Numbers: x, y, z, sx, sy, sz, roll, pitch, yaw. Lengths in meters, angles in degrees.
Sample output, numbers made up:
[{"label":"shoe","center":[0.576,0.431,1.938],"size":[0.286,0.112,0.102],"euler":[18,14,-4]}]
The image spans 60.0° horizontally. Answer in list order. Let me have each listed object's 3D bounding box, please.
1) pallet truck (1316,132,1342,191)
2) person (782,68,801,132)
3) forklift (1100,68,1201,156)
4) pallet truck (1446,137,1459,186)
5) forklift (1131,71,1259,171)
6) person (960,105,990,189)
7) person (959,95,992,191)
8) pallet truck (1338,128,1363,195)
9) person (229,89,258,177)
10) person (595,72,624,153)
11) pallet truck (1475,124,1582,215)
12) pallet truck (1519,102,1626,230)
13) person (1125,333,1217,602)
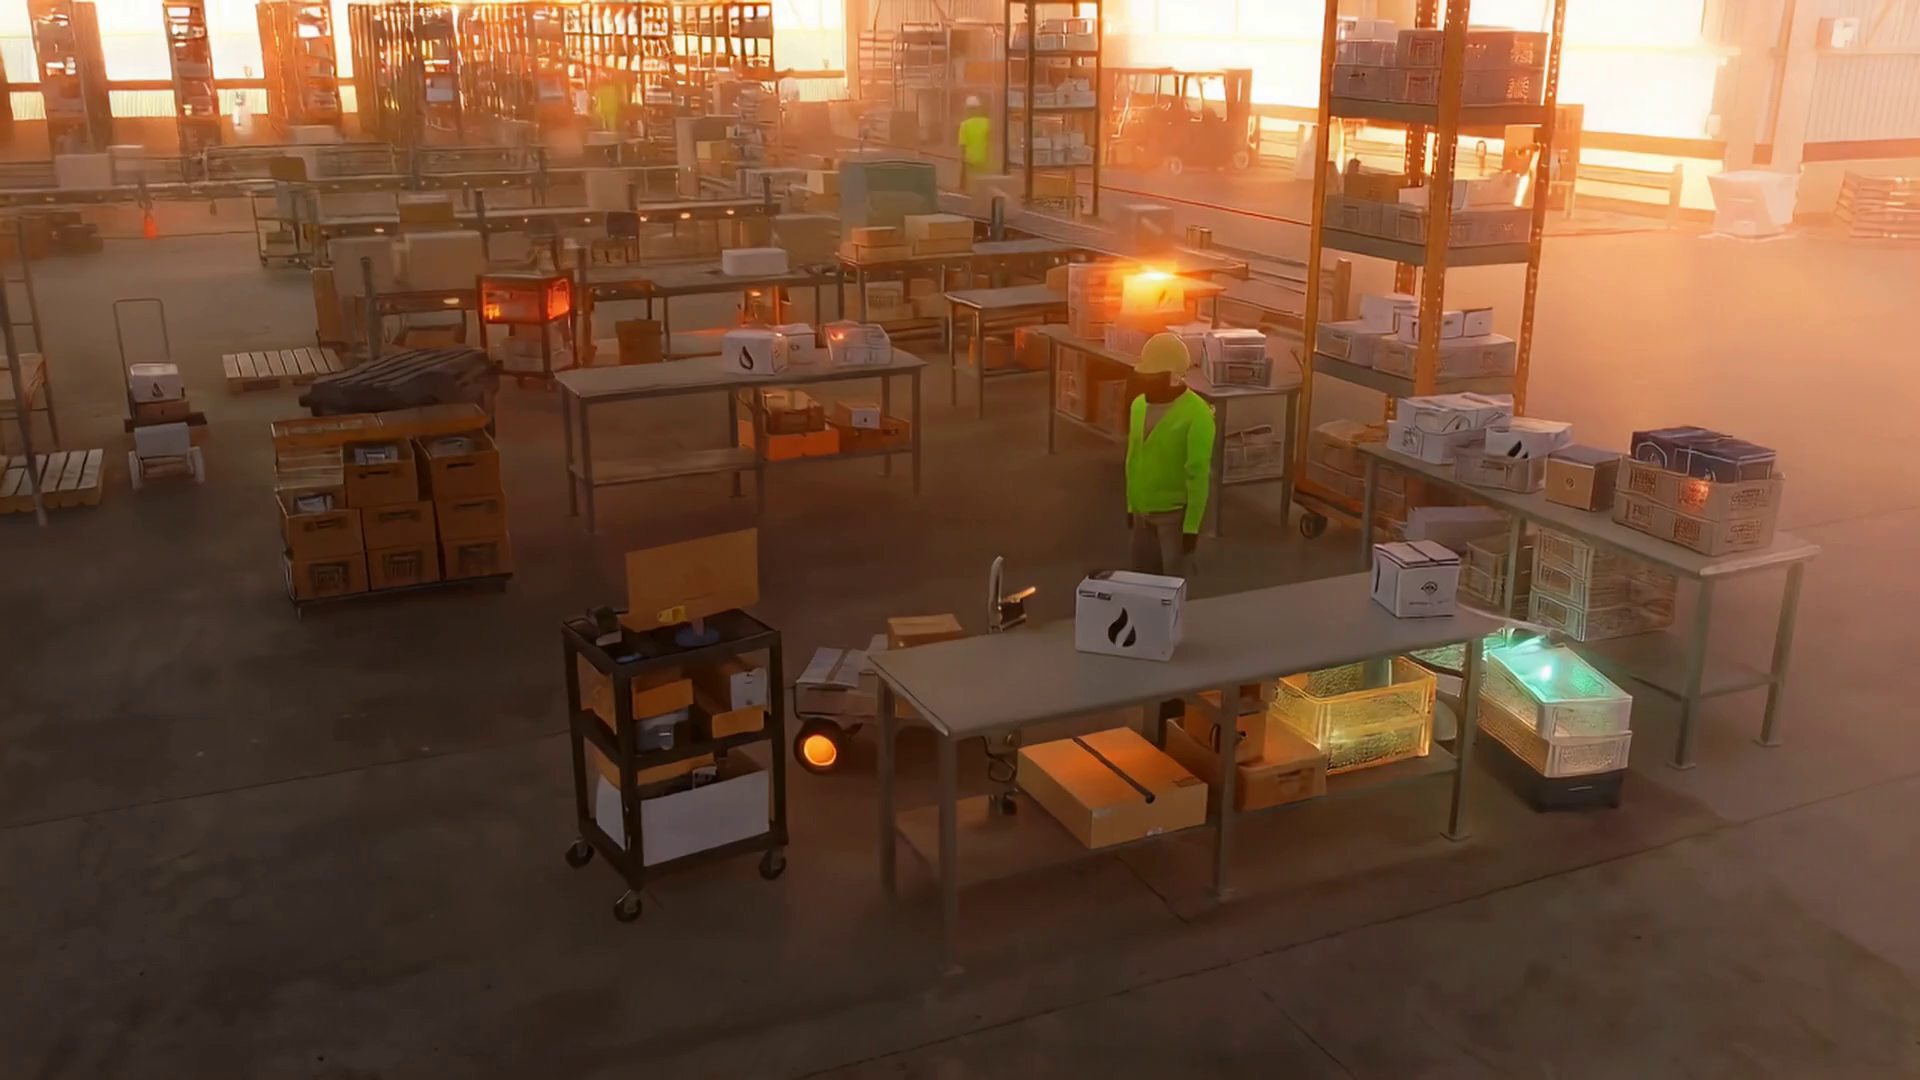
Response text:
[{"label":"pallet truck","center":[7.723,-7.504,32.656],"size":[1.601,1.201,0.680],"euler":[-8,19,-23]},{"label":"person","center":[-4.849,-12.712,48.082],"size":[0.611,1.828,0.473],"euler":[13,22,35]},{"label":"forklift","center":[4.082,-9.564,37.410],"size":[2.680,1.987,1.157],"euler":[-8,19,-23]},{"label":"pallet truck","center":[9.184,-6.485,29.328],"size":[1.630,1.274,0.653],"euler":[-8,19,-23]},{"label":"forklift","center":[4.998,-8.936,35.413],"size":[2.680,1.987,1.157],"euler":[-9,20,-25]},{"label":"person","center":[0.367,-7.217,30.966],"size":[0.943,1.715,0.533],"euler":[12,21,34]},{"label":"person","center":[0.258,-6.454,28.044],"size":[0.640,2.030,0.480],"euler":[-11,21,-30]},{"label":"pallet truck","center":[7.845,-7.140,31.411],"size":[1.522,1.261,0.704],"euler":[-9,20,-25]},{"label":"person","center":[-15.135,-8.534,34.941],"size":[0.571,1.812,0.627],"euler":[-13,22,-36]},{"label":"person","center":[-8.546,-10.413,40.627],"size":[0.637,1.964,0.797],"euler":[-9,20,-26]},{"label":"pallet truck","center":[9.707,-6.455,28.103],"size":[1.885,1.965,0.823],"euler":[-7,19,-20]},{"label":"pallet truck","center":[9.972,-6.037,26.785],"size":[1.885,1.965,0.823],"euler":[-9,20,-25]},{"label":"person","center":[1.045,-0.162,8.570],"size":[0.404,1.824,0.586],"euler":[-11,21,-31]}]
